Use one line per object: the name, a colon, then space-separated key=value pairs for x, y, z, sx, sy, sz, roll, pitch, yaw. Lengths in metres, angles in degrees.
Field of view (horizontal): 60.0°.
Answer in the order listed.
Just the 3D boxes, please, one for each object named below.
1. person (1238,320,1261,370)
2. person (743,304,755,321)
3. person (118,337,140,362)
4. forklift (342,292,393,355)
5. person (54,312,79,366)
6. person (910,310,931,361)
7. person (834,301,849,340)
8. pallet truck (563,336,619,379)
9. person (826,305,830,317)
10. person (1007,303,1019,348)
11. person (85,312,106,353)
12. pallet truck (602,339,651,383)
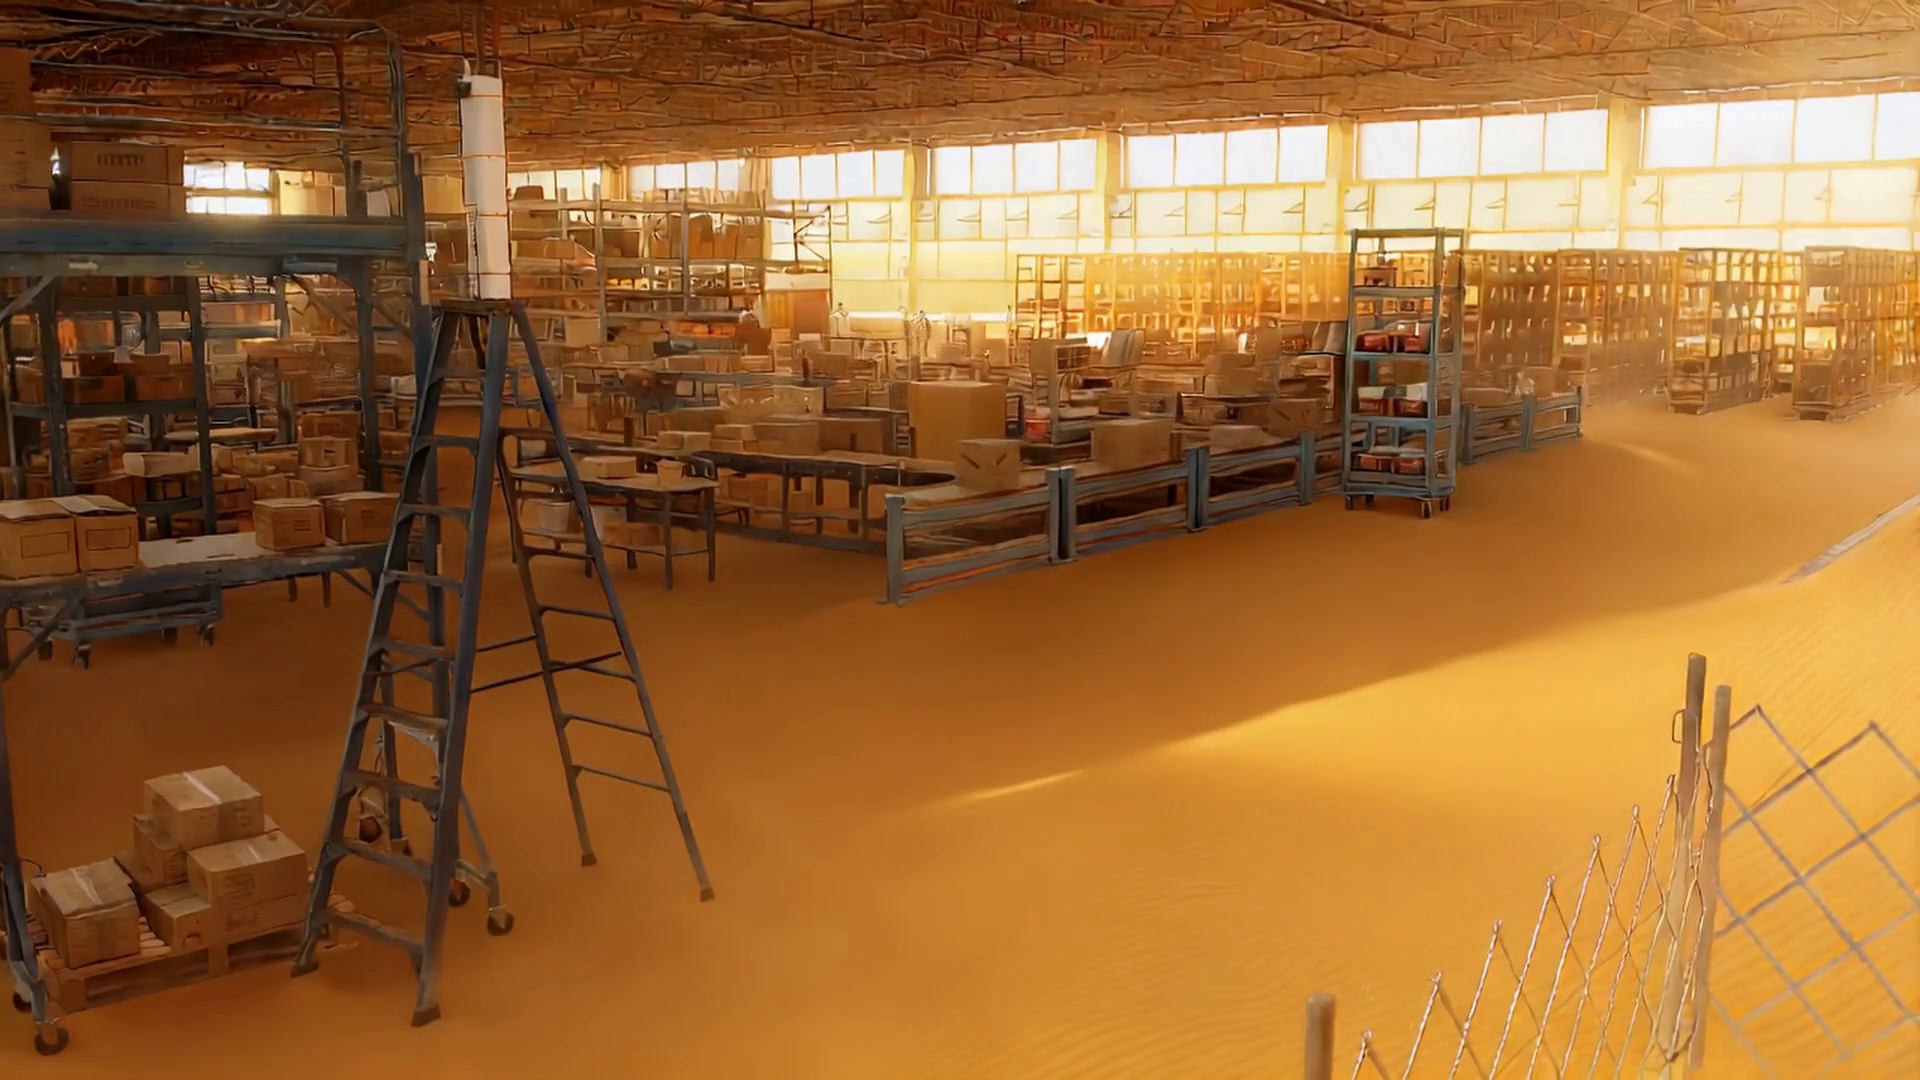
person: x=7.627 y=-4.875 z=43.814 sx=0.600 sy=1.809 sz=0.772 roll=3 pitch=10 yaw=19
person: x=-7.851 y=-7.879 z=62.253 sx=0.550 sy=1.916 sz=0.805 roll=8 pitch=12 yaw=40
person: x=-18.754 y=-3.784 z=37.563 sx=0.470 sy=1.619 sz=0.514 roll=8 pitch=12 yaw=39
forklift: x=-16.485 y=-5.622 z=45.120 sx=1.129 sy=2.768 sz=1.873 roll=7 pitch=11 yaw=37
person: x=-26.555 y=-5.843 z=49.283 sx=0.633 sy=1.997 sz=1.029 roll=8 pitch=12 yaw=42
person: x=-1.222 y=-6.217 z=51.849 sx=0.640 sy=1.902 sz=0.957 roll=0 pitch=9 yaw=1
person: x=-4.544 y=-8.144 z=63.618 sx=0.622 sy=1.992 sz=0.395 roll=-6 pitch=11 yaw=-33
pallet truck: x=-10.690 y=-5.294 z=48.215 sx=1.601 sy=1.201 sz=0.680 roll=-5 pitch=10 yaw=-26
person: x=-5.601 y=-8.931 z=69.362 sx=0.845 sy=1.733 sz=0.528 roll=6 pitch=11 yaw=32
person: x=2.149 y=-8.760 z=67.947 sx=0.430 sy=1.840 sz=0.625 roll=-6 pitch=11 yaw=-31
person: x=-26.252 y=-6.014 z=50.607 sx=0.652 sy=1.904 sz=0.403 roll=3 pitch=9 yaw=15
pallet truck: x=-8.991 y=-4.871 z=45.351 sx=0.653 sy=1.274 sz=1.630 roll=7 pitch=11 yaw=37
